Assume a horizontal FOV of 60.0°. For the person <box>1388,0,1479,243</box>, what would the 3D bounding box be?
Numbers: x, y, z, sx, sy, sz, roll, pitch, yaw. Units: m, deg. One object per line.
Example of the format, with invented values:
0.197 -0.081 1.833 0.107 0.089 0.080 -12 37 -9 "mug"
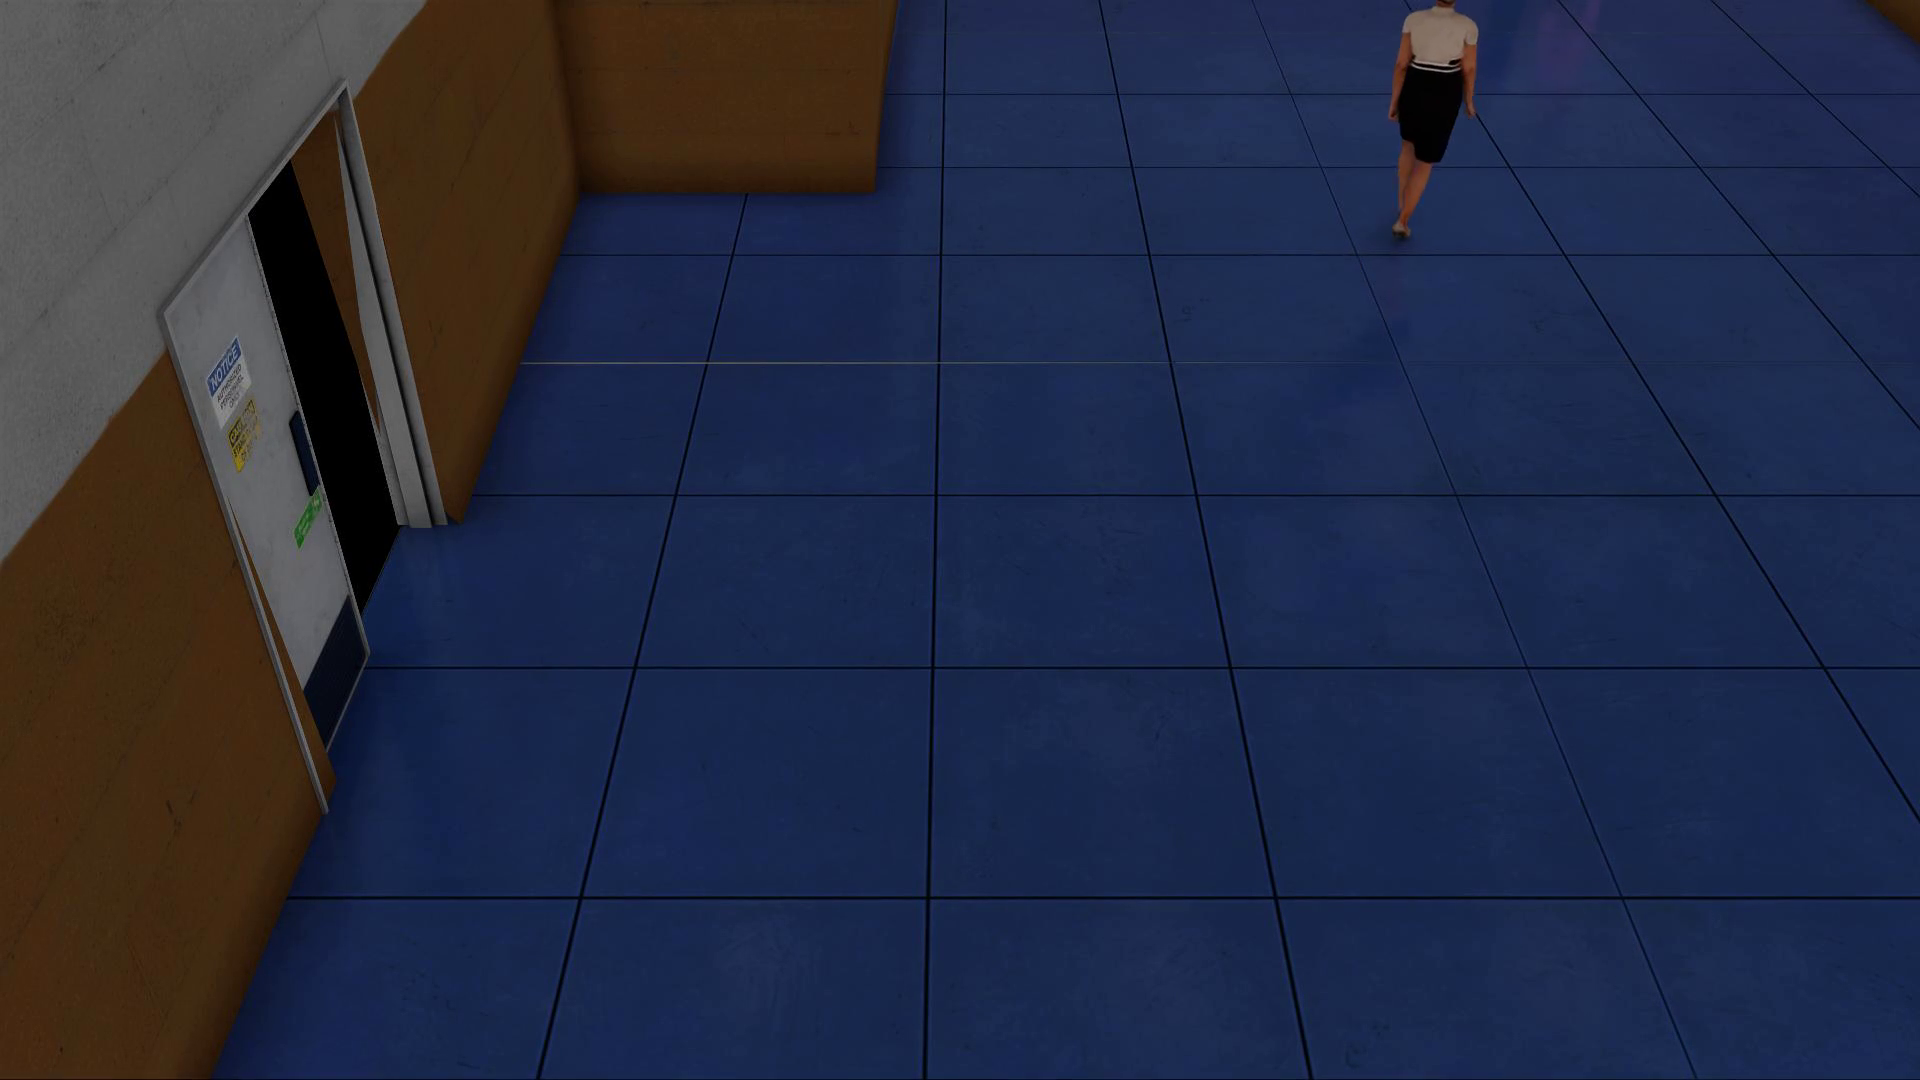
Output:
2.868 -2.642 10.285 0.809 1.734 0.862 22 42 26 "person"
